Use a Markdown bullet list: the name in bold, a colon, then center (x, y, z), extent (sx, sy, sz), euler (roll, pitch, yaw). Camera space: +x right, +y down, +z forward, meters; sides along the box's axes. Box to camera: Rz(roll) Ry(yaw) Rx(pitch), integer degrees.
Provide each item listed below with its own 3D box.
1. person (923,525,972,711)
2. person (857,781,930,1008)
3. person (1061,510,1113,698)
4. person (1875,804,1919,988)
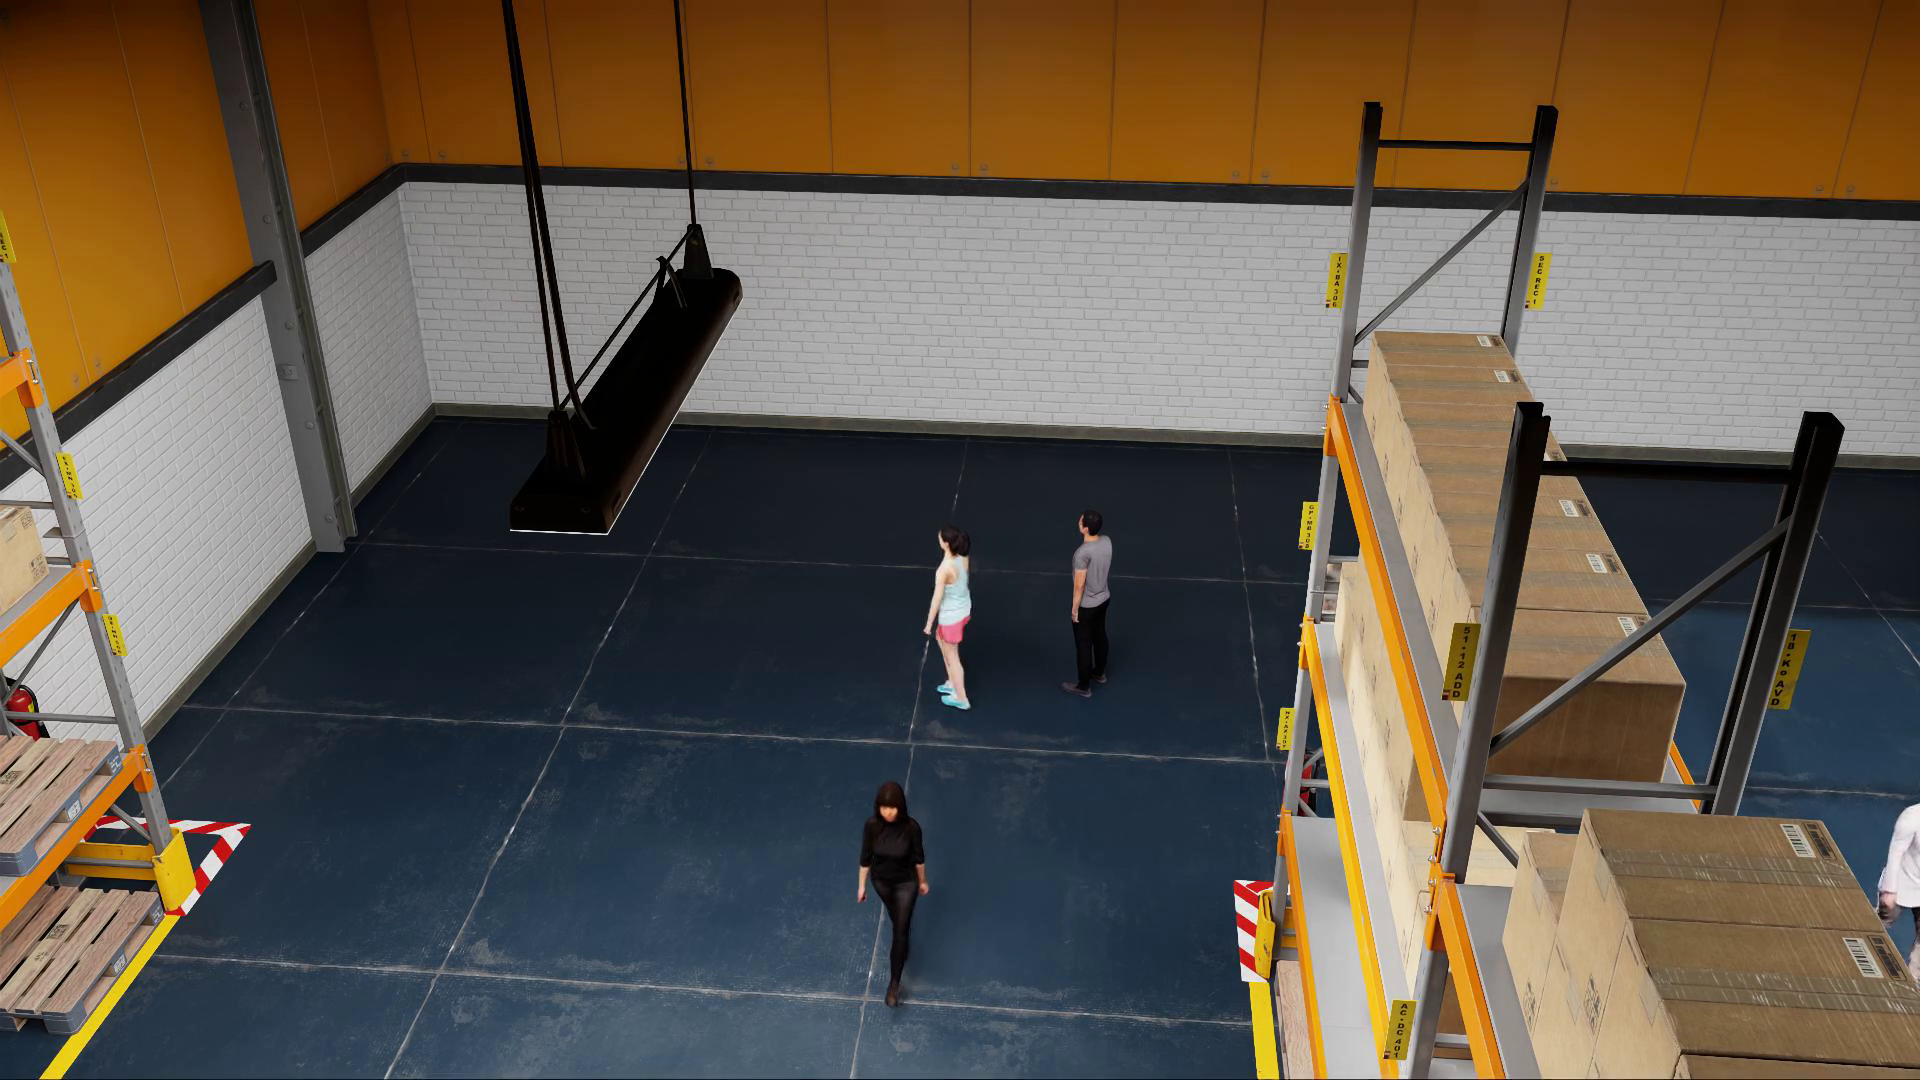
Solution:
- **person**: center (0.016, 0.684, 14.065), extent (0.792, 1.753, 0.719), euler (17, 33, 29)
- **person**: center (-0.430, 2.271, 11.311), extent (0.691, 1.604, 1.062), euler (6, 29, 11)
- **person**: center (1.134, 0.518, 14.367), extent (0.751, 1.754, 0.655), euler (21, 35, 33)
- **person**: center (6.330, 2.243, 11.138), extent (0.775, 1.819, 0.943), euler (-3, 29, -5)
